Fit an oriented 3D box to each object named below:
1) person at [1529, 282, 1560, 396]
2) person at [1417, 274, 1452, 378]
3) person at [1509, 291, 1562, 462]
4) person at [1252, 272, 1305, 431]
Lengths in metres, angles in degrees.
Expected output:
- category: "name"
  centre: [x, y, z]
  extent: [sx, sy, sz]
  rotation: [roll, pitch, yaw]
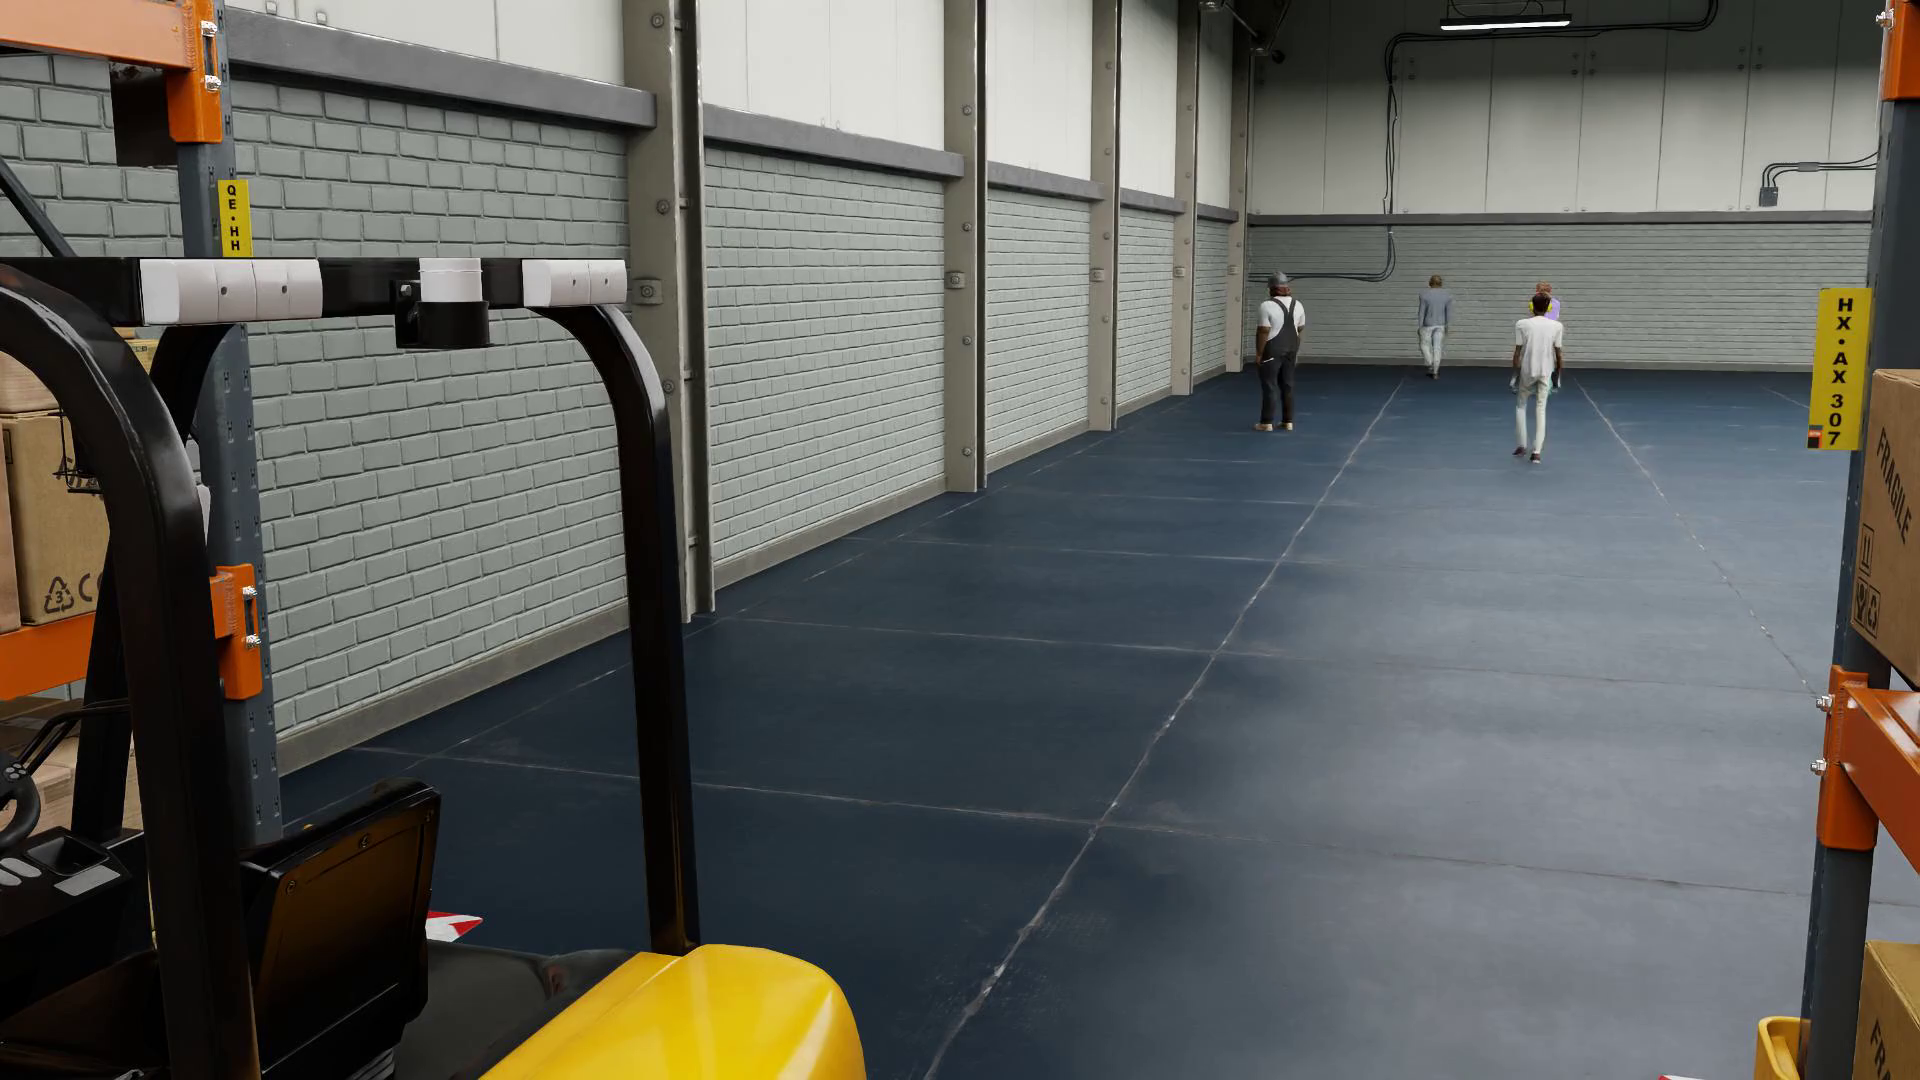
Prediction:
- category: "person"
  centre: [9.380, -3.220, 26.718]
  extent: [0.564, 1.837, 0.388]
  rotation: [-5, 11, -29]
- category: "person"
  centre: [8.773, -3.956, 30.827]
  extent: [0.648, 1.926, 0.450]
  rotation: [-1, 10, -7]
- category: "person"
  centre: [6.271, -1.784, 18.149]
  extent: [0.556, 1.842, 0.724]
  rotation: [2, 10, 10]
- category: "person"
  centre: [4.045, -2.423, 21.368]
  extent: [0.711, 2.000, 0.535]
  rotation: [-5, 11, -29]
